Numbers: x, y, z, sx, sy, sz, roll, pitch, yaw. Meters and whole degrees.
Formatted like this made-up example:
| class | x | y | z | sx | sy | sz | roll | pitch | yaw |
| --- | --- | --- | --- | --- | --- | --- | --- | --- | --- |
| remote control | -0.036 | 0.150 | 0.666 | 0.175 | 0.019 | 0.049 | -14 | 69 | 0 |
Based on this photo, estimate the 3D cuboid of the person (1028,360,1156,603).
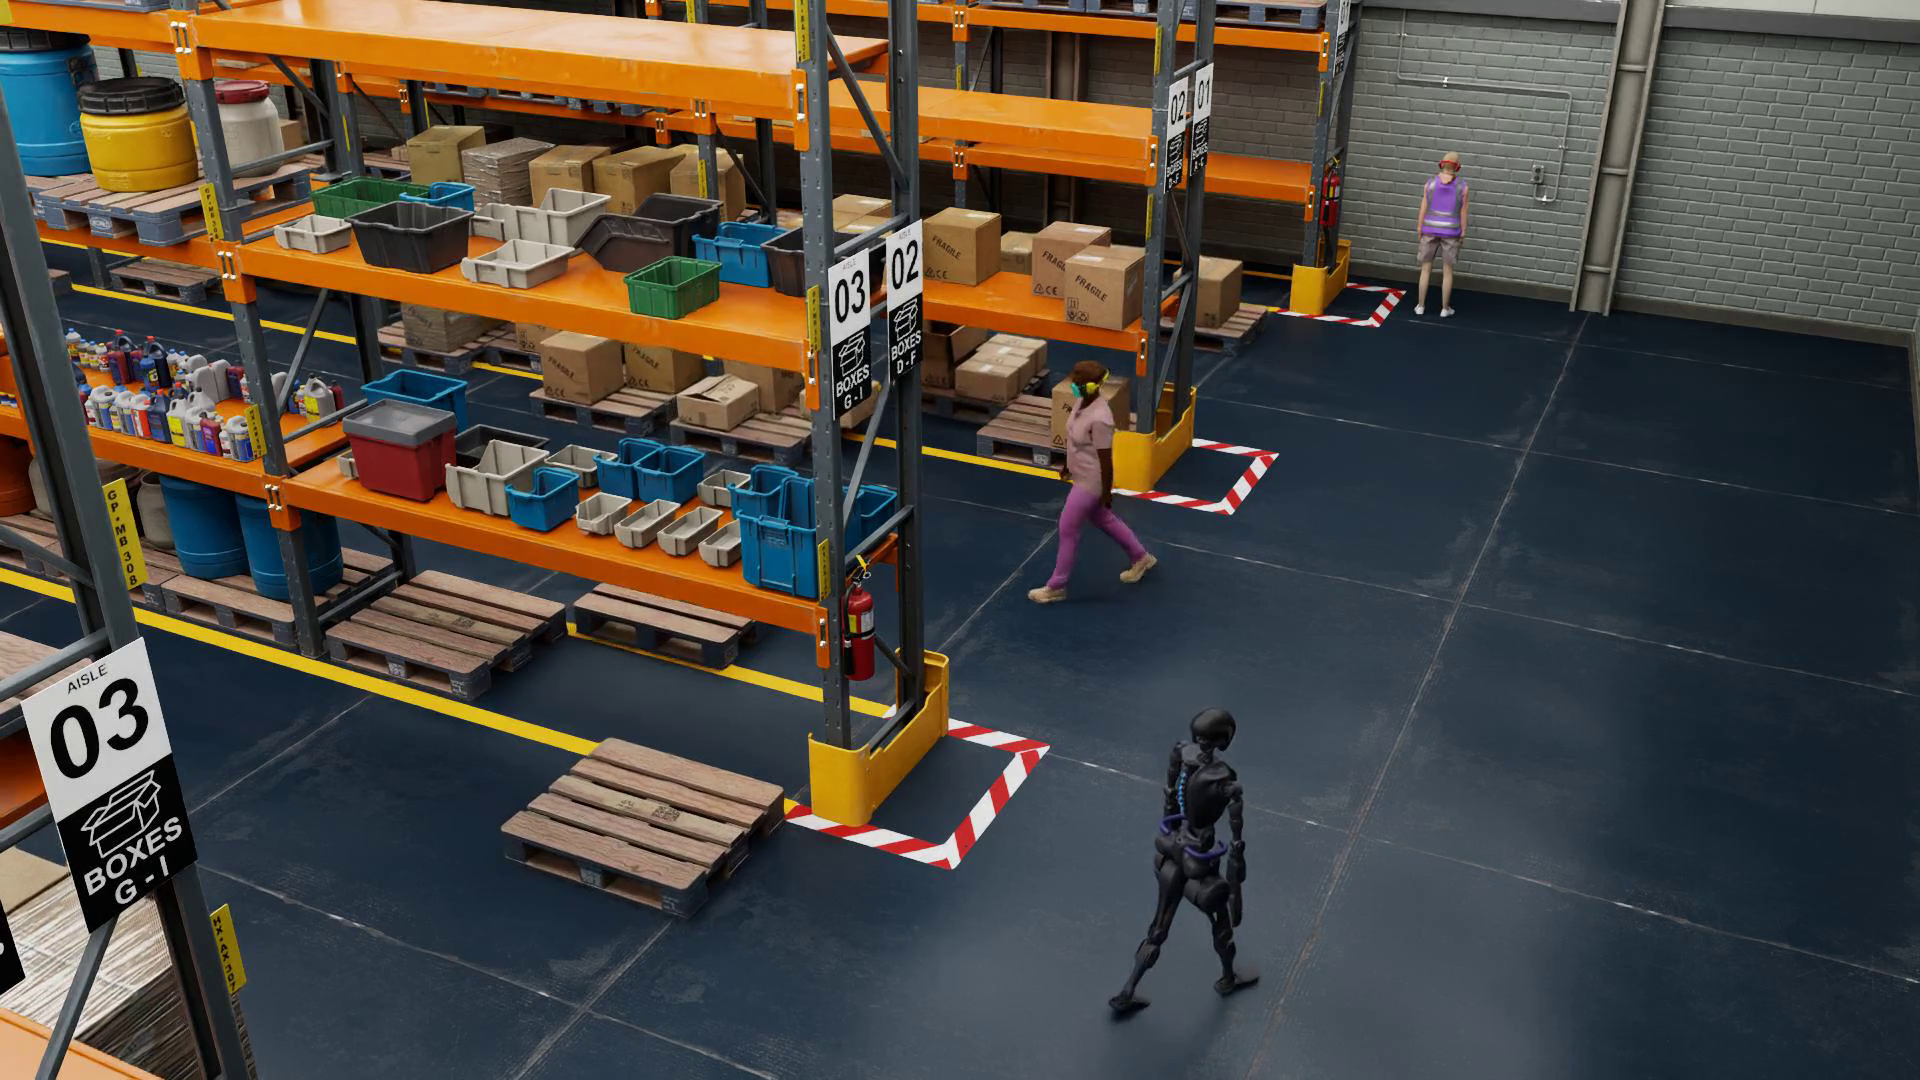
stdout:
| class | x | y | z | sx | sy | sz | roll | pitch | yaw |
| --- | --- | --- | --- | --- | --- | --- | --- | --- | --- |
| person | 0.957 | -0.430 | 11.488 | 0.919 | 1.754 | 0.492 | -4 | 26 | -7 |

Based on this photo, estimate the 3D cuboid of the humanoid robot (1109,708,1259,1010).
| class | x | y | z | sx | sy | sz | roll | pitch | yaw |
| --- | --- | --- | --- | --- | --- | --- | --- | --- | --- |
| humanoid robot | 1.090 | 1.494 | 7.757 | 0.788 | 1.637 | 0.584 | -15 | 30 | -28 |

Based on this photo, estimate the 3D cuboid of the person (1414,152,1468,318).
| class | x | y | z | sx | sy | sz | roll | pitch | yaw |
| --- | --- | --- | --- | --- | --- | --- | --- | --- | --- |
| person | 4.908 | -3.105 | 16.985 | 0.483 | 1.694 | 0.349 | 11 | 28 | 21 |
